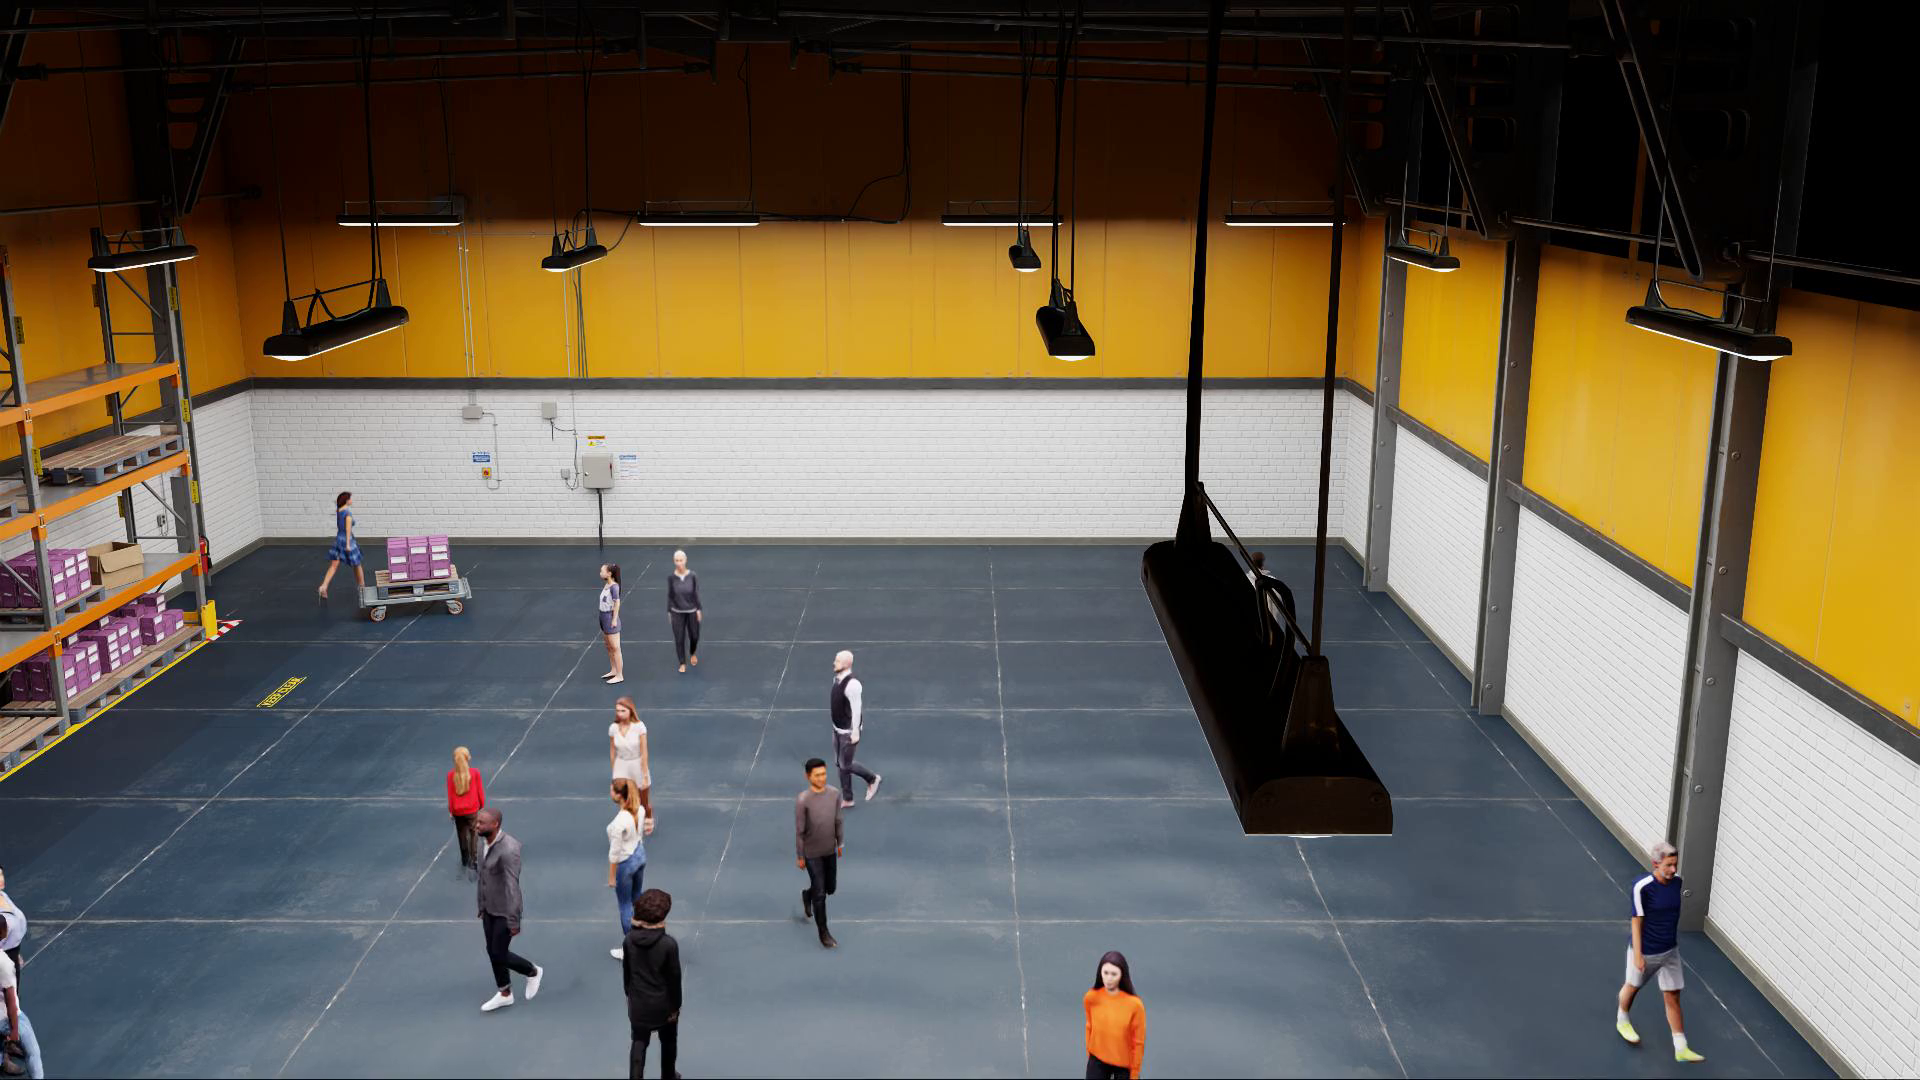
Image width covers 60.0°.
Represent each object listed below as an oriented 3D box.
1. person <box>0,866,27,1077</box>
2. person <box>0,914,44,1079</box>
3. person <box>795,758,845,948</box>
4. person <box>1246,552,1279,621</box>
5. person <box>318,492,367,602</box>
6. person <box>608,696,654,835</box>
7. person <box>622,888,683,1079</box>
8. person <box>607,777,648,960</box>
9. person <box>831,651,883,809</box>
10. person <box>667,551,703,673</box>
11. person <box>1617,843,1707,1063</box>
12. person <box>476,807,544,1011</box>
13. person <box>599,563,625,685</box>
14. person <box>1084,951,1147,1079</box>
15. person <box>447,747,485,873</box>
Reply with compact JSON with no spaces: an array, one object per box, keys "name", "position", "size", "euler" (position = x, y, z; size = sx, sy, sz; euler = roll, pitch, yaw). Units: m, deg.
[{"name":"person","position":[-7.582,3.359,13.137],"size":[0.738,1.743,0.538],"euler":[-2,14,-8]},{"name":"person","position":[-7.169,3.586,12.302],"size":[0.914,1.694,1.147],"euler":[7,15,25]},{"name":"person","position":[-1.324,2.833,15.290],"size":[1.074,1.752,0.950],"euler":[-1,14,-4]},{"name":"person","position":[3.998,1.071,22.360],"size":[0.724,1.850,0.670],"euler":[3,14,14]},{"name":"person","position":[-9.825,0.146,26.381],"size":[1.174,1.755,1.246],"euler":[11,18,39]},{"name":"person","position":[-3.374,2.408,17.210],"size":[0.602,1.675,1.007],"euler":[1,14,4]},{"name":"person","position":[-2.337,3.502,12.516],"size":[0.687,1.758,1.046],"euler":[2,14,7]},{"name":"person","position":[-2.954,2.935,14.931],"size":[0.749,1.724,0.612],"euler":[5,15,21]},{"name":"person","position":[-1.166,2.091,18.237],"size":[0.960,1.808,0.937],"euler":[-7,15,-27]},{"name":"person","position":[-3.821,0.965,23.085],"size":[0.664,1.714,0.685],"euler":[-2,14,-7]},{"name":"person","position":[5.539,3.255,13.445],"size":[0.875,1.800,1.155],"euler":[-4,14,-17]},{"name":"person","position":[-3.806,3.099,14.075],"size":[0.990,1.807,0.929],"euler":[-13,19,-43]},{"name":"person","position":[-4.737,1.112,22.615],"size":[0.735,1.650,0.616],"euler":[-7,15,-27]},{"name":"person","position":[1.128,3.692,11.802],"size":[0.859,1.724,1.042],"euler":[5,15,21]},{"name":"person","position":[-4.980,2.738,16.735],"size":[0.605,1.257,0.838],"euler":[-2,14,-10]}]
